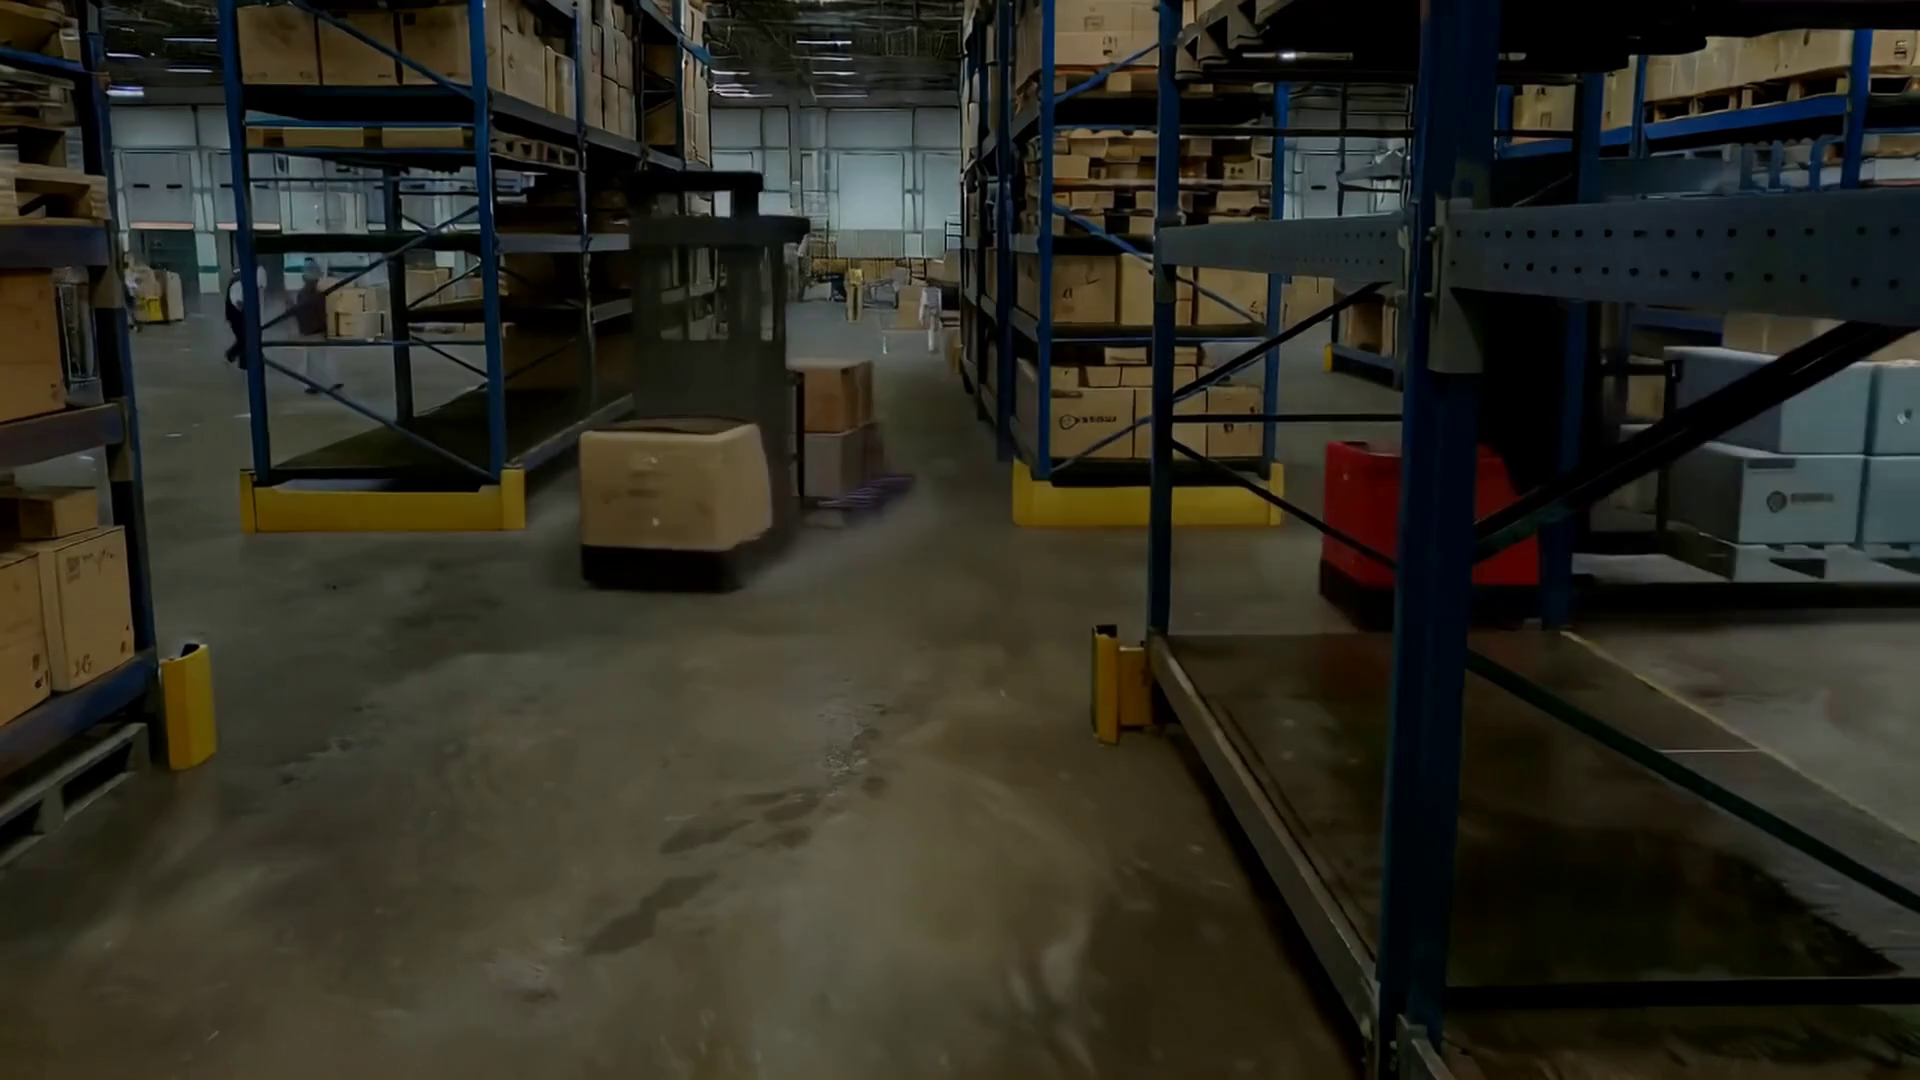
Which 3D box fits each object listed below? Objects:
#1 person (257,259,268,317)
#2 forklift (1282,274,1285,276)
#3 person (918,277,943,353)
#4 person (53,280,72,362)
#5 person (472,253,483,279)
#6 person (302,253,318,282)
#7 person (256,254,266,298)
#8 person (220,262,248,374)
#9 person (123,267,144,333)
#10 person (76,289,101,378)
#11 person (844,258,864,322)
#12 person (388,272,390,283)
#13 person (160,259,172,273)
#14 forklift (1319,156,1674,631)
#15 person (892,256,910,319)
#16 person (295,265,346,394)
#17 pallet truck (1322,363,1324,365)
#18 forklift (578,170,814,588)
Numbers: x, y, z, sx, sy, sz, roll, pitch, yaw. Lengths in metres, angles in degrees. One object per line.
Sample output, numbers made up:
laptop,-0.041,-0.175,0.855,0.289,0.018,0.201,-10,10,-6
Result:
person,-21.811,-7.820,51.585,0.633,1.839,0.429,-2,10,-13
forklift,12.224,-10.385,62.972,1.129,2.768,1.873,0,10,-2
person,-0.621,-4.780,35.337,0.522,1.596,0.848,-3,11,-16
person,-17.572,-4.382,32.265,0.589,1.898,0.513,7,12,35
person,-16.737,-9.016,57.967,0.358,1.938,0.636,-10,14,-43
person,-26.183,-10.599,66.957,0.974,1.871,0.613,8,13,39
person,-28.878,-10.923,68.488,0.525,1.970,0.621,1,10,8
person,-12.810,-3.982,29.642,0.581,2.000,0.696,-8,13,-39
person,-21.369,-6.230,42.654,0.688,1.862,0.707,-3,11,-16
person,-14.906,-3.571,28.607,0.850,1.585,0.507,7,12,34
person,-3.087,-7.283,48.508,0.574,1.876,0.355,-4,11,-20
person,-18.722,-8.399,55.235,0.534,1.693,0.321,-9,14,-42
person,-24.114,-7.614,50.512,0.654,1.820,0.505,-4,11,-22
forklift,3.282,-0.904,10.157,1.873,2.768,1.129,-1,10,-3
person,-1.707,-7.303,48.502,0.581,1.919,0.396,5,11,27
person,-9.920,-3.257,25.784,0.646,1.968,0.807,4,11,21
pallet truck,7.712,-4.157,30.737,1.885,1.965,0.823,3,11,16
forklift,-1.863,-1.185,11.721,1.129,2.768,1.873,2,10,12
